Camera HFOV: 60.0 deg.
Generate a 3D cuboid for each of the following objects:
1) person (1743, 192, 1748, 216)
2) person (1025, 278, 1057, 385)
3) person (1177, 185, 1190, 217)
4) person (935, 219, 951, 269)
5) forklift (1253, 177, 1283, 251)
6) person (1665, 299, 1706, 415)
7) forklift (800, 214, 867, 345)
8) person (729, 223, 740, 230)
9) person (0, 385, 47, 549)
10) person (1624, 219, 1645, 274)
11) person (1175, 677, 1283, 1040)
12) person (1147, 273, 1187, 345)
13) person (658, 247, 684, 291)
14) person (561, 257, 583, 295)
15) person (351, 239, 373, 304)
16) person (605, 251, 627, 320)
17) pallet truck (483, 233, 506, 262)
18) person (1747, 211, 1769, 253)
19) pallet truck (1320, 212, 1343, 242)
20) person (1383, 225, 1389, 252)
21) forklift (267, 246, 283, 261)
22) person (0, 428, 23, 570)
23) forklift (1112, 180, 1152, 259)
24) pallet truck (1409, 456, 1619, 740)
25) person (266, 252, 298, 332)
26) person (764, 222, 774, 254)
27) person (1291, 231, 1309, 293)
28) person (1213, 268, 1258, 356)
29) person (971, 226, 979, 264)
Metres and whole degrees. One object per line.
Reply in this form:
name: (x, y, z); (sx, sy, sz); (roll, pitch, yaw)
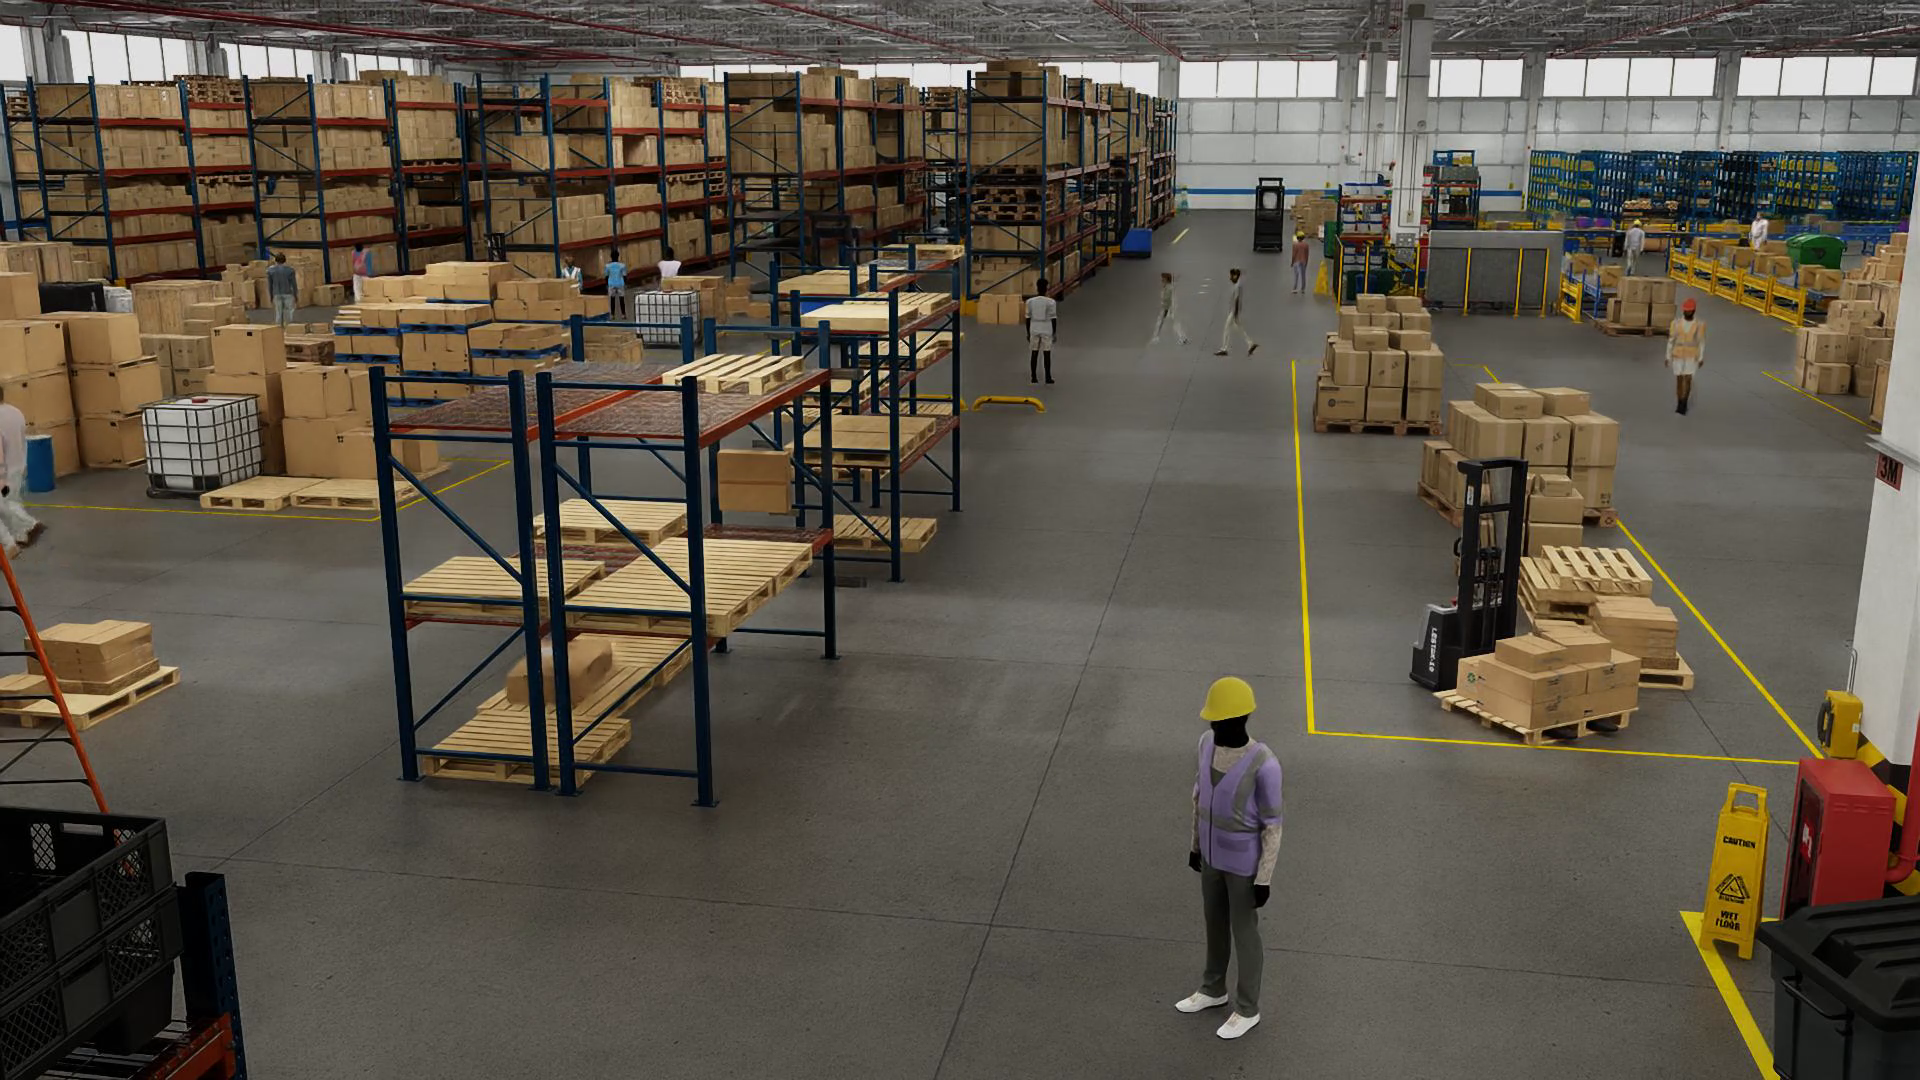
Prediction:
person: (37.709, -15.860, 79.754); (0.600, 1.829, 0.404); (-6, 15, -23)
person: (1.503, -3.830, 30.636); (0.606, 1.966, 0.367); (5, 15, 20)
person: (12.240, -18.557, 90.914); (0.645, 1.734, 0.586); (13, 19, 43)
person: (-0.570, -10.089, 56.644); (0.550, 1.671, 0.655); (2, 14, 9)
forklift: (12.083, -12.747, 64.956); (1.129, 2.768, 1.873); (3, 14, 10)
person: (11.932, -3.013, 27.434); (0.569, 1.900, 0.913); (9, 16, 32)
forklift: (-2.808, -5.739, 36.506); (1.129, 2.768, 1.873); (3, 14, 10)
person: (-8.744, -12.202, 64.939); (0.660, 1.825, 0.627); (3, 14, 14)
person: (-10.531, -0.814, 18.479); (0.561, 1.920, 0.630); (1, 14, 5)
person: (21.806, -9.455, 53.776); (0.622, 1.815, 0.429); (4, 14, 17)
person: (1.381, 1.624, 8.577); (0.380, 1.923, 0.595); (-8, 16, -31)
person: (4.567, -5.041, 36.310); (0.880, 1.593, 0.521); (-3, 14, -11)
person: (-6.822, -5.967, 39.432); (0.700, 1.906, 0.415); (2, 14, 10)
person: (-9.381, -6.029, 40.250); (0.524, 1.630, 0.324); (1, 14, 2)
person: (-15.837, -7.085, 44.196); (0.630, 1.812, 0.858); (4, 14, 15)
person: (-8.536, -6.319, 41.293); (0.537, 1.695, 0.321); (-1, 14, -6)
pallet truck: (-11.832, -7.026, 43.548); (1.885, 1.965, 0.823); (8, 16, 28)
person: (27.454, -10.386, 57.423); (0.833, 1.874, 0.683); (-5, 15, -20)
pallet truck: (15.874, -13.227, 70.310); (0.680, 1.201, 1.601); (10, 17, 35)
person: (14.400, -9.877, 55.892); (0.283, 1.624, 0.494); (-10, 17, -34)
forklift: (-20.125, -9.270, 50.841); (1.873, 2.768, 1.129); (3, 14, 10)
person: (-10.384, -0.564, 17.662); (0.441, 1.828, 0.631); (1, 14, 5)
forklift: (6.082, -11.722, 60.796); (1.873, 2.768, 1.129); (2, 14, 9)
pallet truck: (4.504, 0.400, 13.395); (0.823, 1.965, 1.885); (-6, 15, -23)
person: (-15.278, -5.520, 37.551); (0.631, 1.938, 0.362); (-2, 14, -9)
person: (-7.172, -11.645, 63.070); (0.494, 1.624, 0.279); (-3, 14, -12)
person: (9.828, -8.036, 48.127); (0.525, 1.769, 0.312); (-4, 14, -15)
person: (5.759, -4.728, 34.538); (0.876, 1.843, 0.514); (5, 15, 18)
person: (0.485, -10.484, 57.514); (0.390, 2.034, 0.605); (-5, 15, -19)
